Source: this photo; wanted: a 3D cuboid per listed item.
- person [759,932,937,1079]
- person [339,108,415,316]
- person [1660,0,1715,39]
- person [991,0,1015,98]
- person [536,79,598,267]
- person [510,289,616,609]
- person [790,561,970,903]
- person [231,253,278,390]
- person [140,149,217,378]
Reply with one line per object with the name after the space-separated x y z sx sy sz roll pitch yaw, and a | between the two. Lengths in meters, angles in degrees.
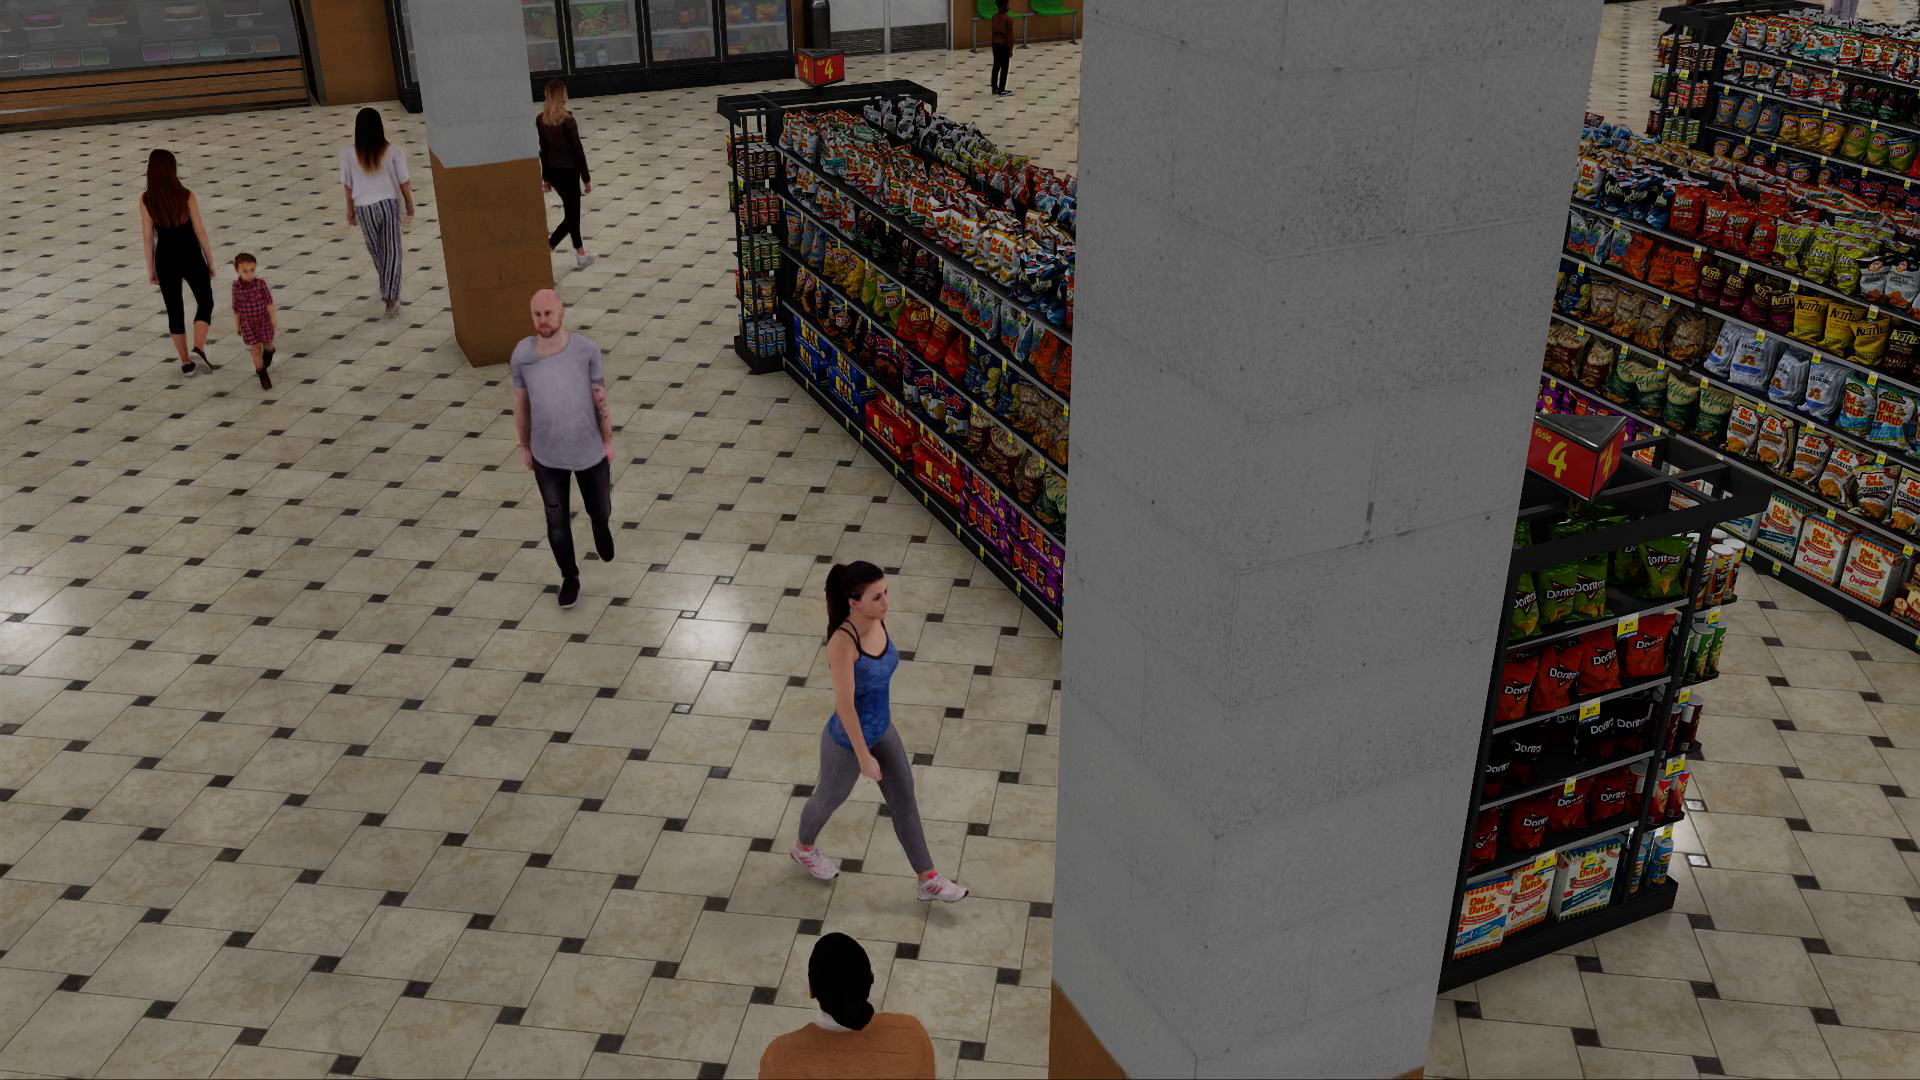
-0.288 1.871 4.632 0.746 1.735 0.991 -8 28 -15 | person
-4.793 -2.671 13.705 0.940 1.628 1.231 -3 27 -5 | person
10.558 -7.840 23.946 1.182 1.586 0.930 21 34 36 | person
0.529 -6.360 21.398 0.626 1.251 0.498 -23 35 -38 | person
-3.527 -3.141 14.577 1.094 1.678 1.025 17 32 30 | person
-2.177 -0.541 9.293 0.836 1.820 0.969 -3 27 -6 | person
-0.480 0.812 6.902 1.145 1.569 0.949 16 31 28 | person
-5.253 -1.664 12.406 0.442 1.007 0.694 -10 29 -19 | person
-5.756 -1.998 12.285 0.718 1.713 0.904 -8 28 -15 | person
